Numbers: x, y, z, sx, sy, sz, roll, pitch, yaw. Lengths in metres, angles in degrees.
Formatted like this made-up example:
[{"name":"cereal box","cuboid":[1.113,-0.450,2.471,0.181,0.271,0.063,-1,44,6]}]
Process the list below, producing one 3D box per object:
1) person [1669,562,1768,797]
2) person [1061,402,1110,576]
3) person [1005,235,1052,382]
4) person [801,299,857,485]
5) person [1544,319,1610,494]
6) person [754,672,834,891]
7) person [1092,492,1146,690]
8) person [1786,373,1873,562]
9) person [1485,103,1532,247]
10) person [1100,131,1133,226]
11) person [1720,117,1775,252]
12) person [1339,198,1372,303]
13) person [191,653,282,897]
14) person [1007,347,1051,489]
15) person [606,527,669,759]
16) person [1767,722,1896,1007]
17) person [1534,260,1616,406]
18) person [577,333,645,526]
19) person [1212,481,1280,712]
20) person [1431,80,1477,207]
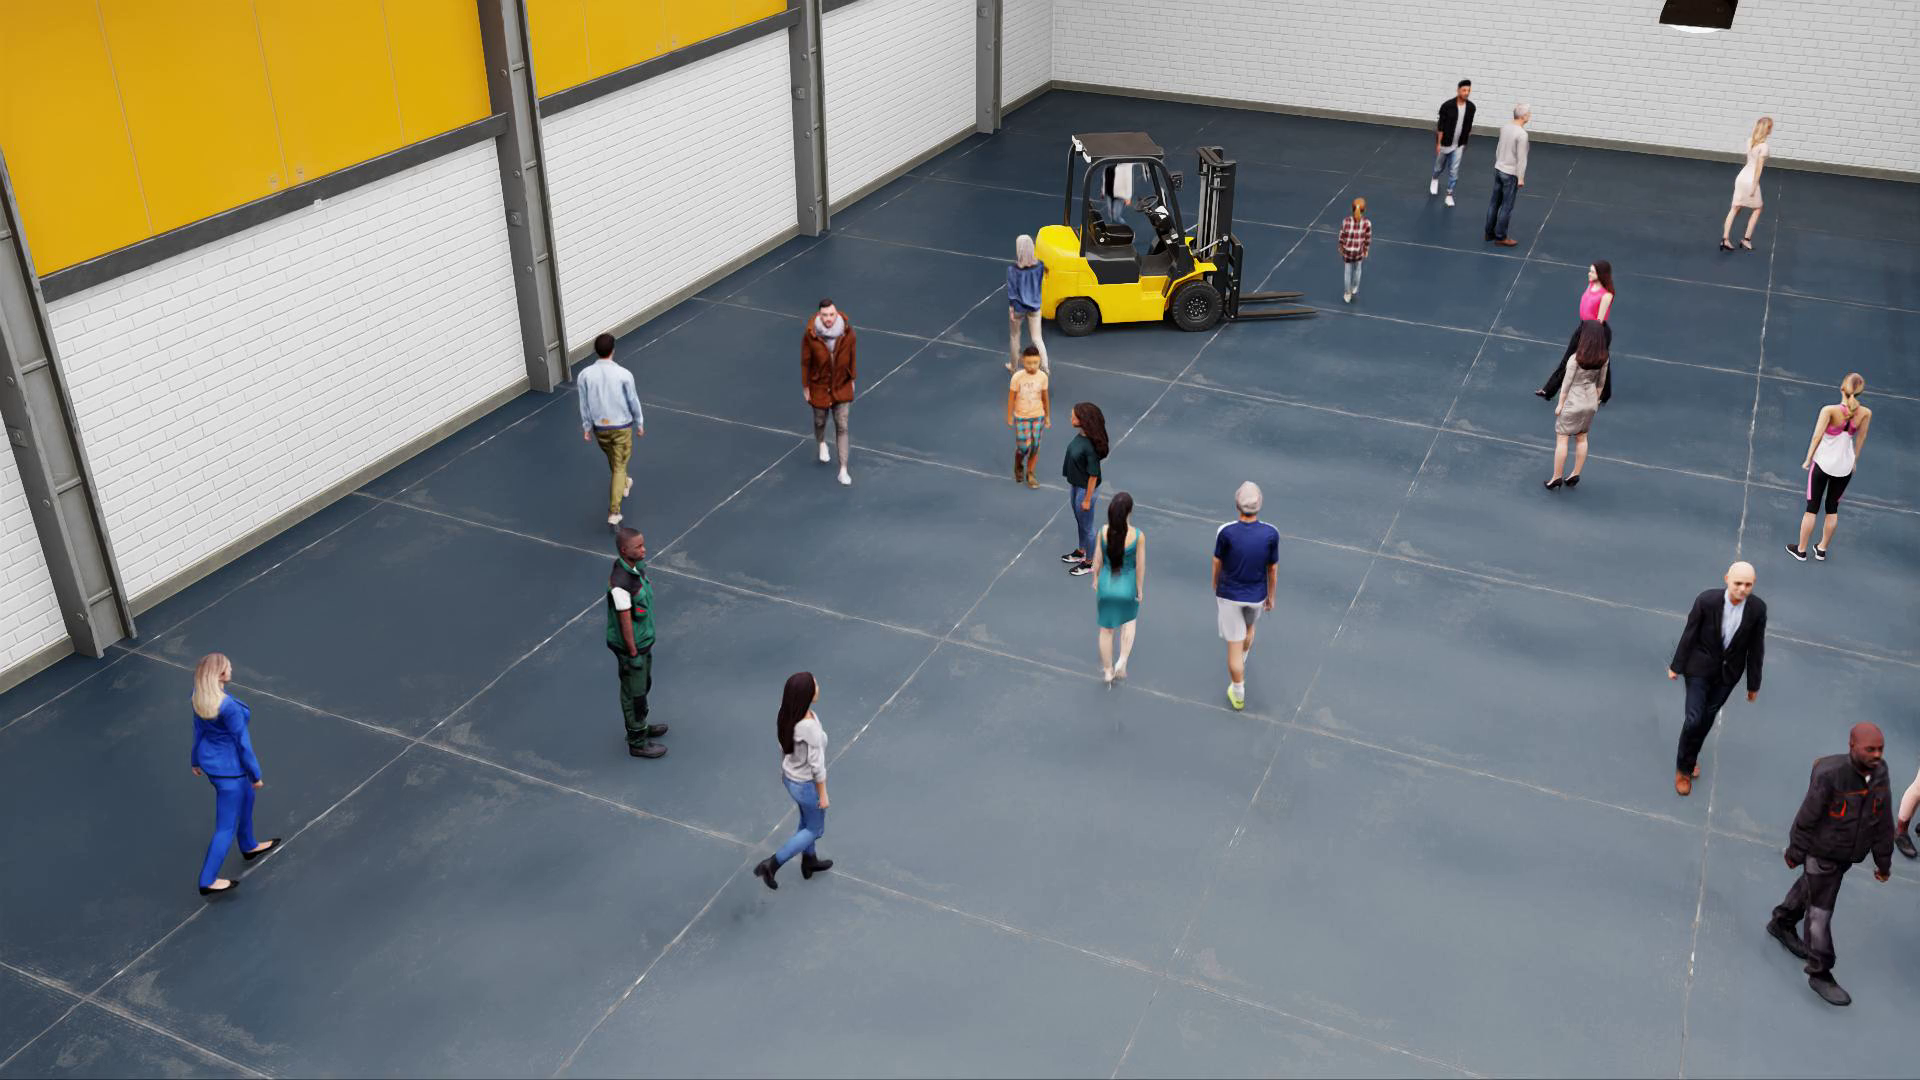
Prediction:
[{"name":"person","cuboid":[5.391,0.894,11.925,0.836,1.785,0.906,5,29,9]},{"name":"person","cuboid":[1.099,-0.466,14.595,0.771,1.616,0.692,-4,29,-8]},{"name":"person","cuboid":[0.767,-2.508,18.279,1.066,1.674,1.119,-11,30,-19]},{"name":"person","cuboid":[-1.295,-1.504,16.313,1.137,1.794,1.262,-6,29,-11]},{"name":"person","cuboid":[5.931,-1.280,15.952,0.655,1.745,0.701,-8,30,-14]},{"name":"person","cuboid":[-1.080,1.608,10.794,0.963,1.615,0.859,-17,33,-28]},{"name":"person","cuboid":[1.210,0.429,12.891,0.626,1.676,0.636,6,29,10]},{"name":"person","cuboid":[7.728,-0.643,14.740,0.670,1.788,0.646,2,29,3]},{"name":"person","cuboid":[7.427,-4.958,22.525,0.896,1.908,0.815,-8,30,-14]},{"name":"person","cuboid":[2.147,-4.674,22.295,0.799,1.630,0.745,-23,36,-36]},{"name":"person","cuboid":[10.428,-4.729,22.207,0.841,1.811,0.790,-7,29,-13]},{"name":"person","cuboid":[4.886,-3.582,20.651,0.647,1.288,0.805,4,29,7]},{"name":"person","cuboid":[-4.846,1.550,10.862,0.809,1.652,0.973,20,35,33]},{"name":"person","cuboid":[0.649,-1.222,16.154,0.682,1.451,0.738,-6,29,-12]},{"name":"person","cuboid":[-2.399,0.732,12.167,0.844,1.839,0.728,-2,29,-3]},{"name":"person","cuboid":[5.290,1.819,10.213,1.096,1.801,1.170,-9,30,-16]},{"name":"person","cuboid":[6.815,-2.171,17.718,1.068,1.619,1.058,-8,30,-14]},{"name":"person","cuboid":[-3.231,-0.990,15.396,0.972,1.768,1.285,2,29,3]},{"name":"person","cuboid":[2.171,0.470,12.680,0.947,1.807,1.101,-4,29,-7]},{"name":"person","cuboid":[7.147,-5.835,24.270,0.983,1.776,1.251,2,29,4]}]
